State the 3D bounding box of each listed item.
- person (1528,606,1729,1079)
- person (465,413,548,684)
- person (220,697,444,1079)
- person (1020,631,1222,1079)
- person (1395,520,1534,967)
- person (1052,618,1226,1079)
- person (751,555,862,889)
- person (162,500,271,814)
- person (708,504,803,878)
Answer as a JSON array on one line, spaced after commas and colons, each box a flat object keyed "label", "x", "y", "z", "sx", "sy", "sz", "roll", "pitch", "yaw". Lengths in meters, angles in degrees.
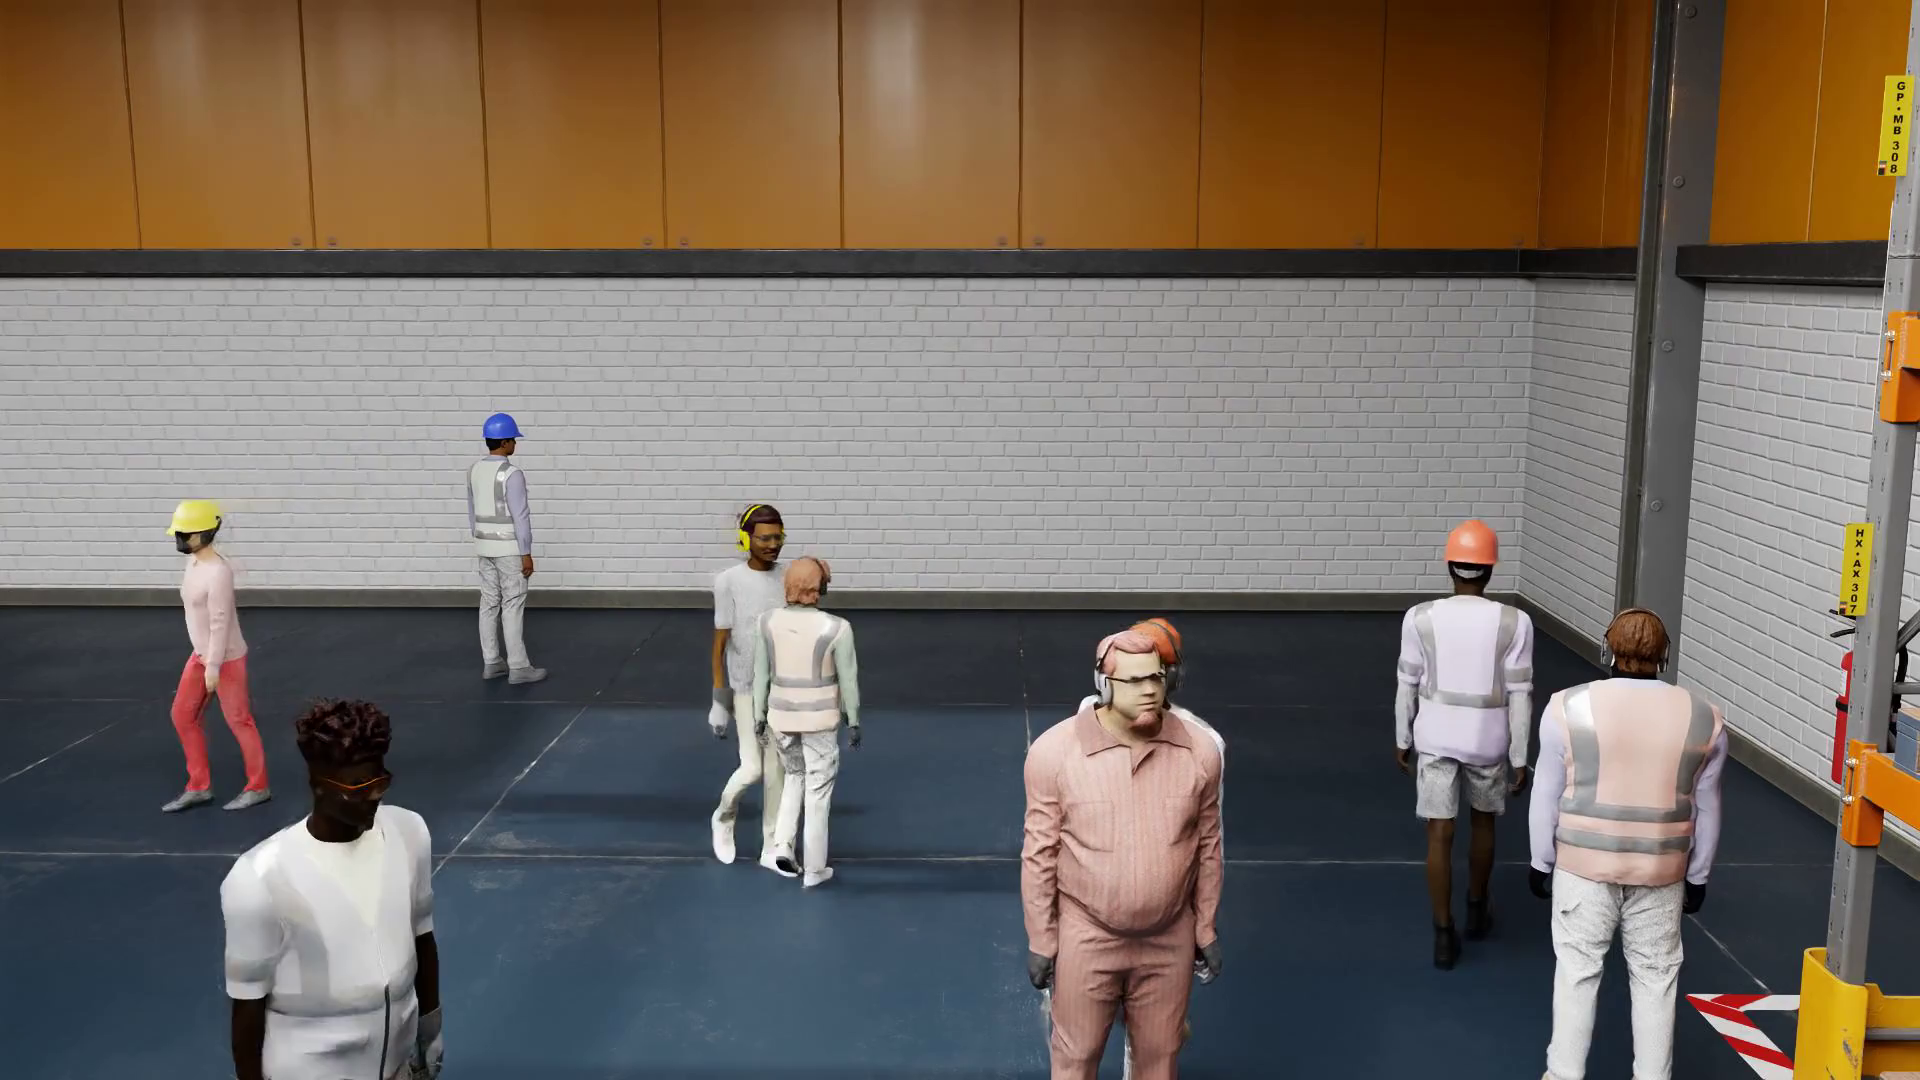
[{"label": "person", "x": 2.327, "y": 1.143, "z": 5.865, "sx": 0.632, "sy": 1.837, "sz": 0.430, "roll": 2, "pitch": 10, "yaw": 10}, {"label": "person", "x": -3.287, "y": 0.062, "z": 11.980, "sx": 0.601, "sy": 1.948, "sz": 0.386, "roll": 7, "pitch": 12, "yaw": 36}, {"label": "person", "x": -1.692, "y": 1.334, "z": 4.454, "sx": 0.916, "sy": 1.929, "sz": 0.601, "roll": 6, "pitch": 11, "yaw": 31}, {"label": "person", "x": 0.512, "y": 1.218, "z": 5.163, "sx": 0.648, "sy": 1.913, "sz": 0.409, "roll": -2, "pitch": 10, "yaw": -10}, {"label": "person", "x": 2.212, "y": 0.855, "z": 7.321, "sx": 0.571, "sy": 1.913, "sz": 0.780, "roll": 3, "pitch": 10, "yaw": 18}, {"label": "person", "x": 0.612, "y": 1.165, "z": 5.599, "sx": 0.625, "sy": 1.869, "sz": 0.686, "roll": 8, "pitch": 13, "yaw": 41}, {"label": "person", "x": -0.731, "y": 0.880, "z": 8.036, "sx": 0.540, "sy": 1.626, "sz": 0.382, "roll": 4, "pitch": 10, "yaw": 20}, {"label": "person", "x": -4.126, "y": 0.650, "z": 9.059, "sx": 0.662, "sy": 1.740, "sz": 0.547, "roll": -9, "pitch": 13, "yaw": -43}, {"label": "person", "x": -1.004, "y": 0.735, "z": 8.220, "sx": 0.543, "sy": 1.858, "sz": 0.531, "roll": -8, "pitch": 13, "yaw": -41}]
